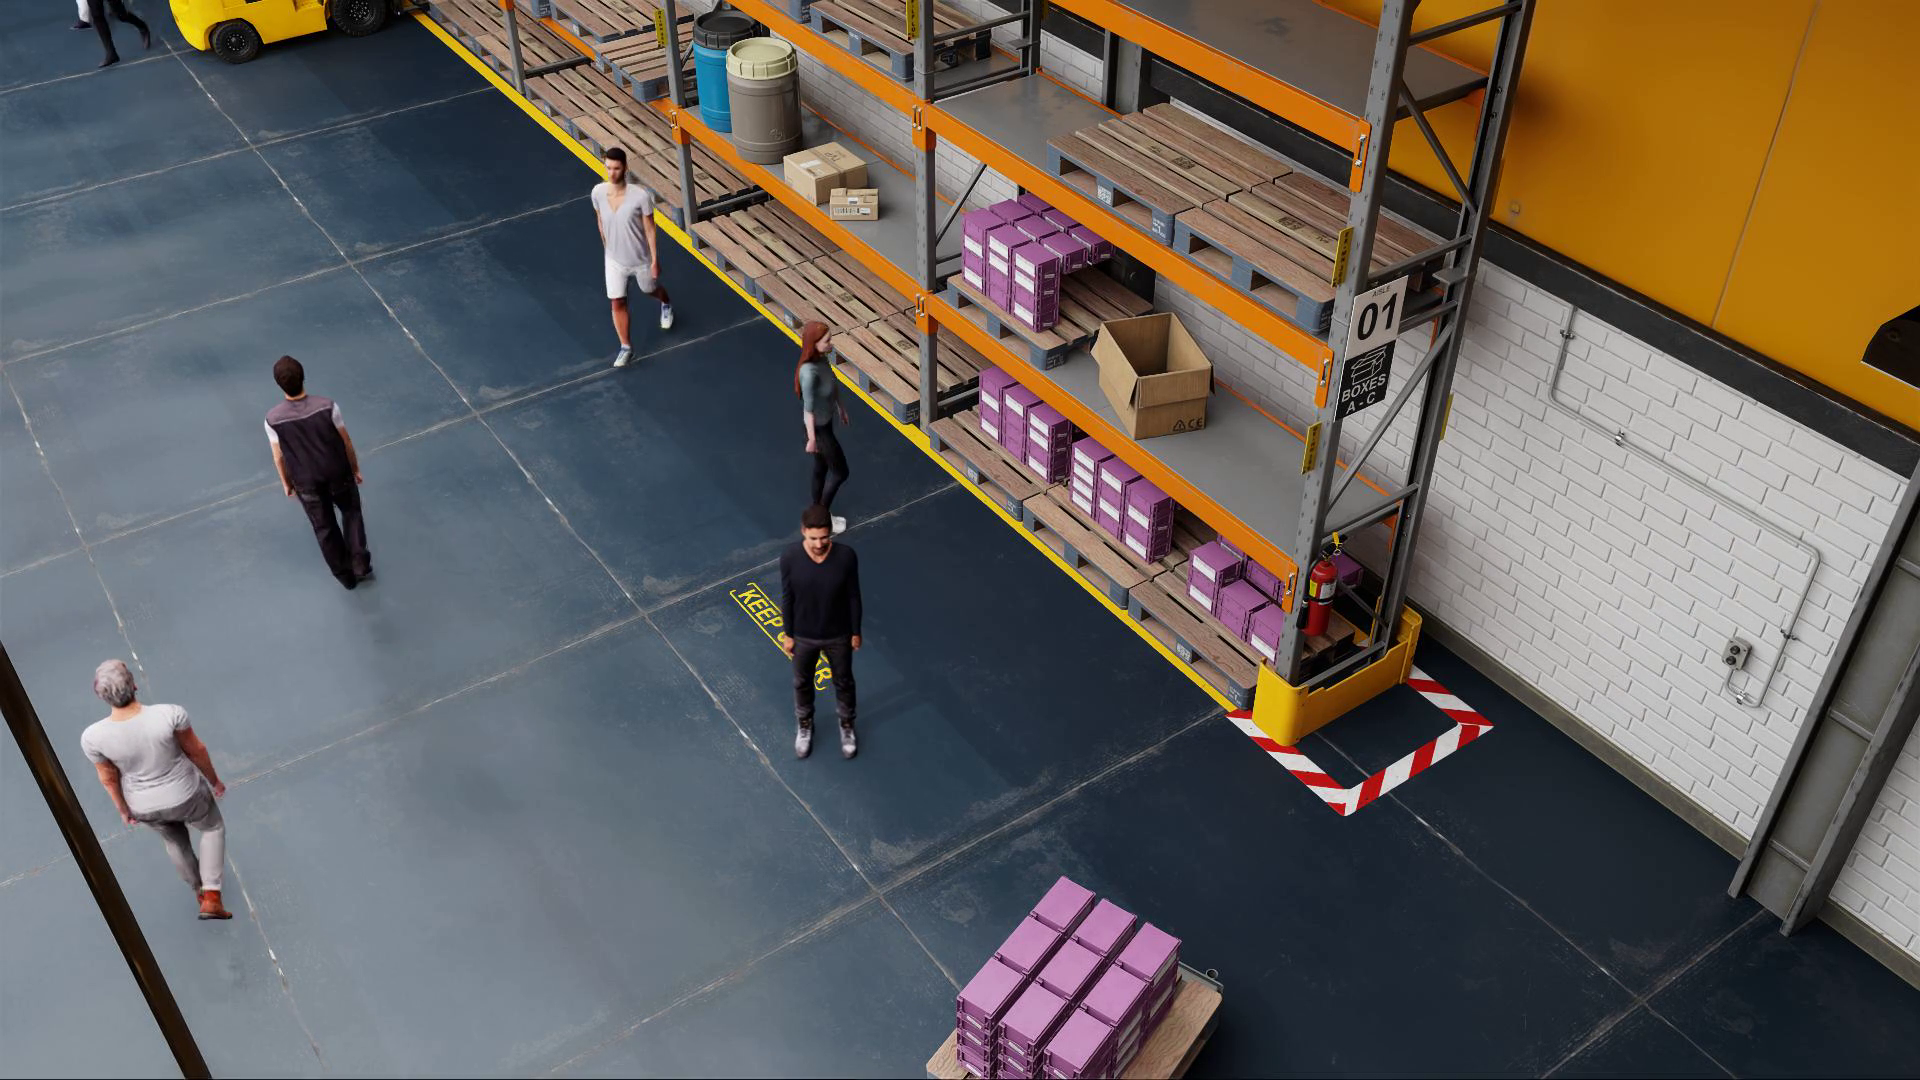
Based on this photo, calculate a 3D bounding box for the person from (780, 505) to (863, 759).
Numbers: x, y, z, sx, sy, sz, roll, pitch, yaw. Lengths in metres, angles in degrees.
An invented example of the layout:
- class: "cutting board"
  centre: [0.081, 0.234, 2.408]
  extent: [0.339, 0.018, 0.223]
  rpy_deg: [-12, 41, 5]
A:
- class: "person"
  centre: [-0.833, 0.534, 10.011]
  extent: [0.722, 1.864, 0.742]
  rpy_deg: [-1, 39, -1]

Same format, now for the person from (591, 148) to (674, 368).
- class: "person"
  centre: [-2.679, -2.409, 13.732]
  extent: [1.237, 1.819, 1.261]
  rpy_deg: [7, 39, 9]

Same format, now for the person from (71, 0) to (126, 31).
- class: "person"
  centre: [-10.200, -6.909, 19.409]
  extent: [1.206, 1.767, 1.230]
  rpy_deg: [13, 40, 16]

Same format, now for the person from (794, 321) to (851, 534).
- class: "person"
  centre: [-1.055, -0.796, 11.780]
  extent: [0.777, 1.734, 0.708]
  rpy_deg: [3, 39, 4]

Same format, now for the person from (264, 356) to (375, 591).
- class: "person"
  centre: [-4.275, -0.384, 11.177]
  extent: [0.725, 1.844, 0.702]
  rpy_deg: [-15, 41, -18]

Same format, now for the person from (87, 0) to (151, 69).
- class: "person"
  centre: [-9.553, -6.312, 18.554]
  extent: [1.133, 1.901, 1.220]
  rpy_deg: [4, 39, 6]

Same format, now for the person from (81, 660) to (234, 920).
- class: "person"
  centre: [-4.259, 1.427, 8.933]
  extent: [0.852, 1.814, 0.964]
  rpy_deg: [-12, 40, -15]
